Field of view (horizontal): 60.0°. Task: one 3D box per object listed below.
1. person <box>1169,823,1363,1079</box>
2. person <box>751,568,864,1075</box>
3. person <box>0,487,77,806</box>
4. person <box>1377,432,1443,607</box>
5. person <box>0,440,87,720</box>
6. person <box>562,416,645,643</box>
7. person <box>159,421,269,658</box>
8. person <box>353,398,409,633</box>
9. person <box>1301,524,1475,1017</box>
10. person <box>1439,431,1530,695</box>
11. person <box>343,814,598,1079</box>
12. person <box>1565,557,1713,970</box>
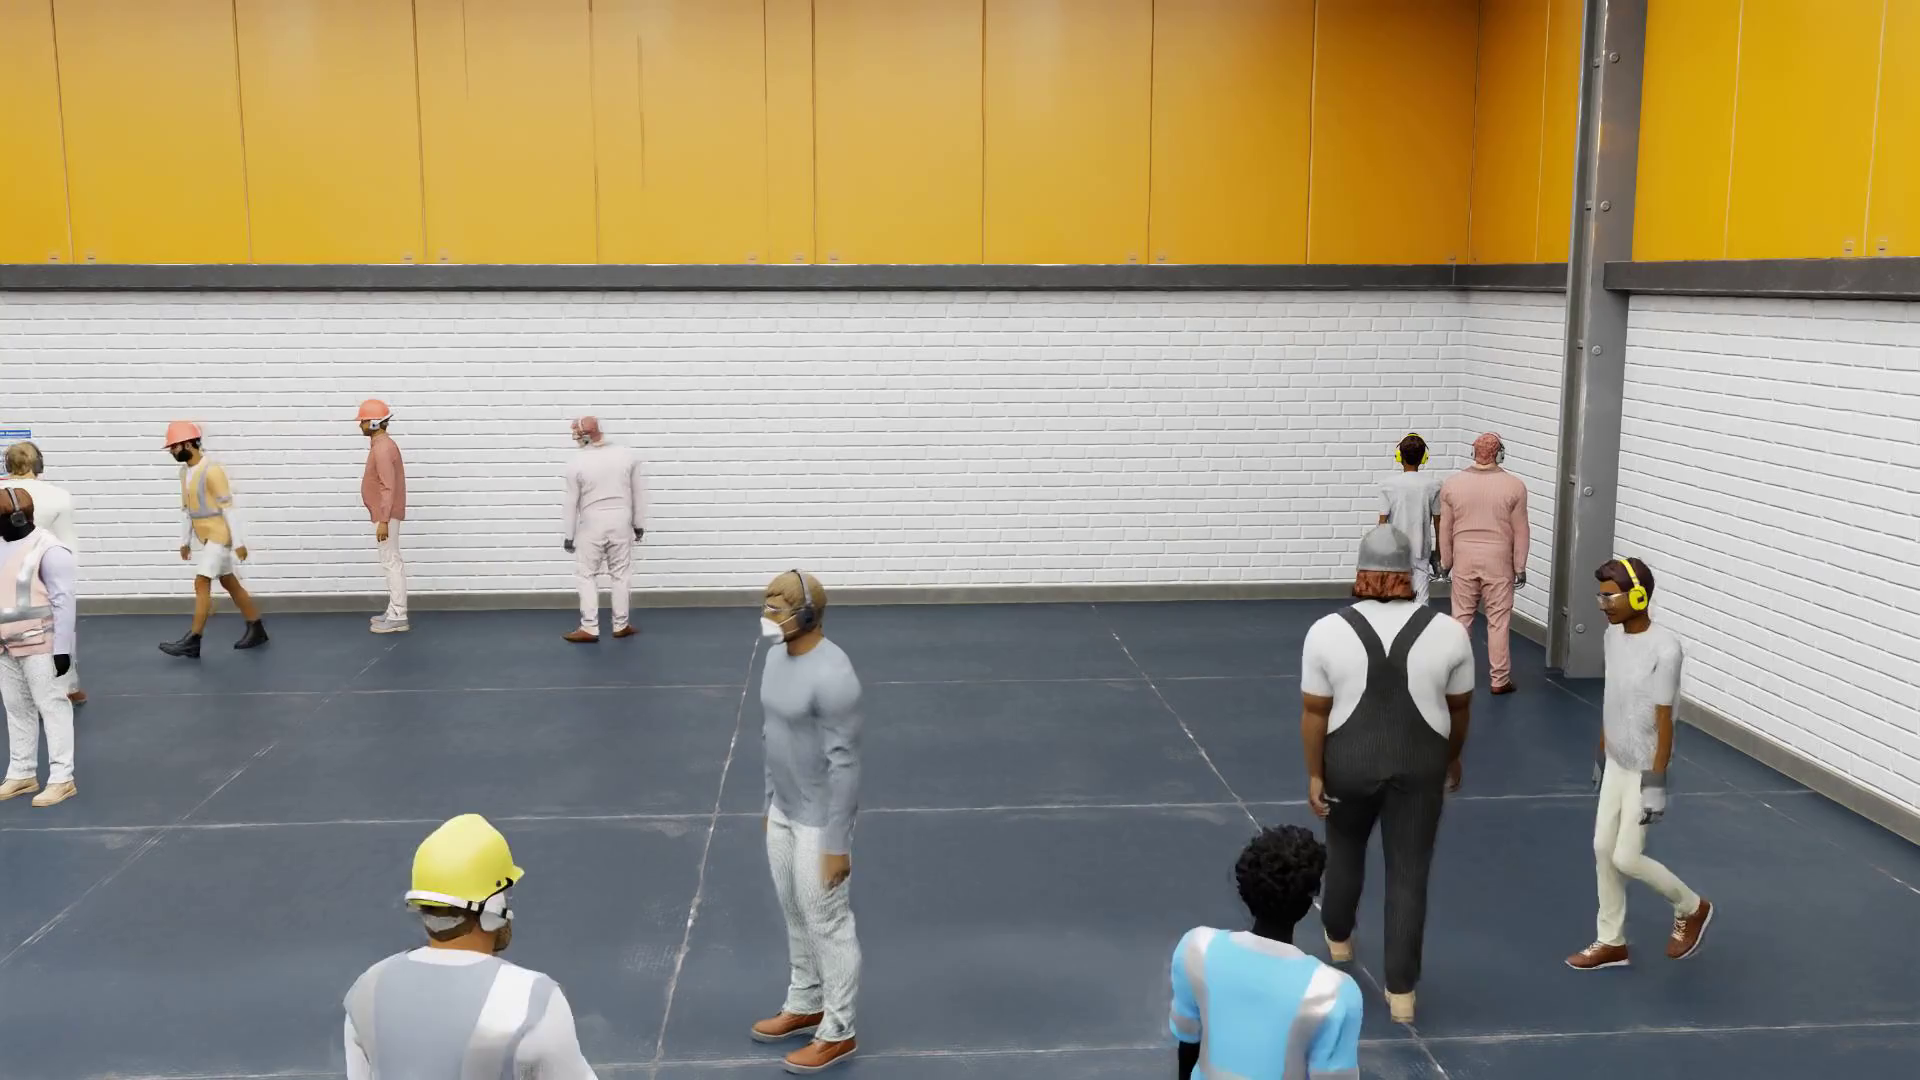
[{"bbox_3d":[0.720,1.544,4.158,0.531,1.680,0.682,6,11,33],"label":"person"},{"bbox_3d":[-0.576,1.061,6.383,0.373,1.939,0.631,-5,11,-30],"label":"person"},{"bbox_3d":[-5.362,0.607,9.545,0.622,1.840,0.430,3,10,21],"label":"person"},{"bbox_3d":[3.344,0.134,12.411,0.508,1.872,0.329,1,9,5],"label":"person"},{"bbox_3d":[-6.361,0.269,11.440,0.632,1.916,0.742,-2,9,-15],"label":"person"},{"bbox_3d":[-2.981,-0.090,13.804,0.740,1.882,0.415,-5,10,-30],"label":"person"},{"bbox_3d":[-6.004,-0.012,13.268,0.572,1.874,0.970,9,13,44],"label":"person"},{"bbox_3d":[-4.925,-0.211,14.183,0.396,1.992,0.623,-3,9,-17],"label":"person"},{"bbox_3d":[1.797,0.899,7.071,0.703,2.000,0.946,2,9,11],"label":"person"},{"bbox_3d":[3.809,0.168,12.084,0.637,1.909,0.406,5,10,30],"label":"person"},{"bbox_3d":[-1.147,1.539,3.885,0.583,1.789,0.950,4,10,26],"label":"person"},{"bbox_3d":[2.979,0.980,7.179,0.563,1.842,0.569,-2,9,-12],"label":"person"}]
